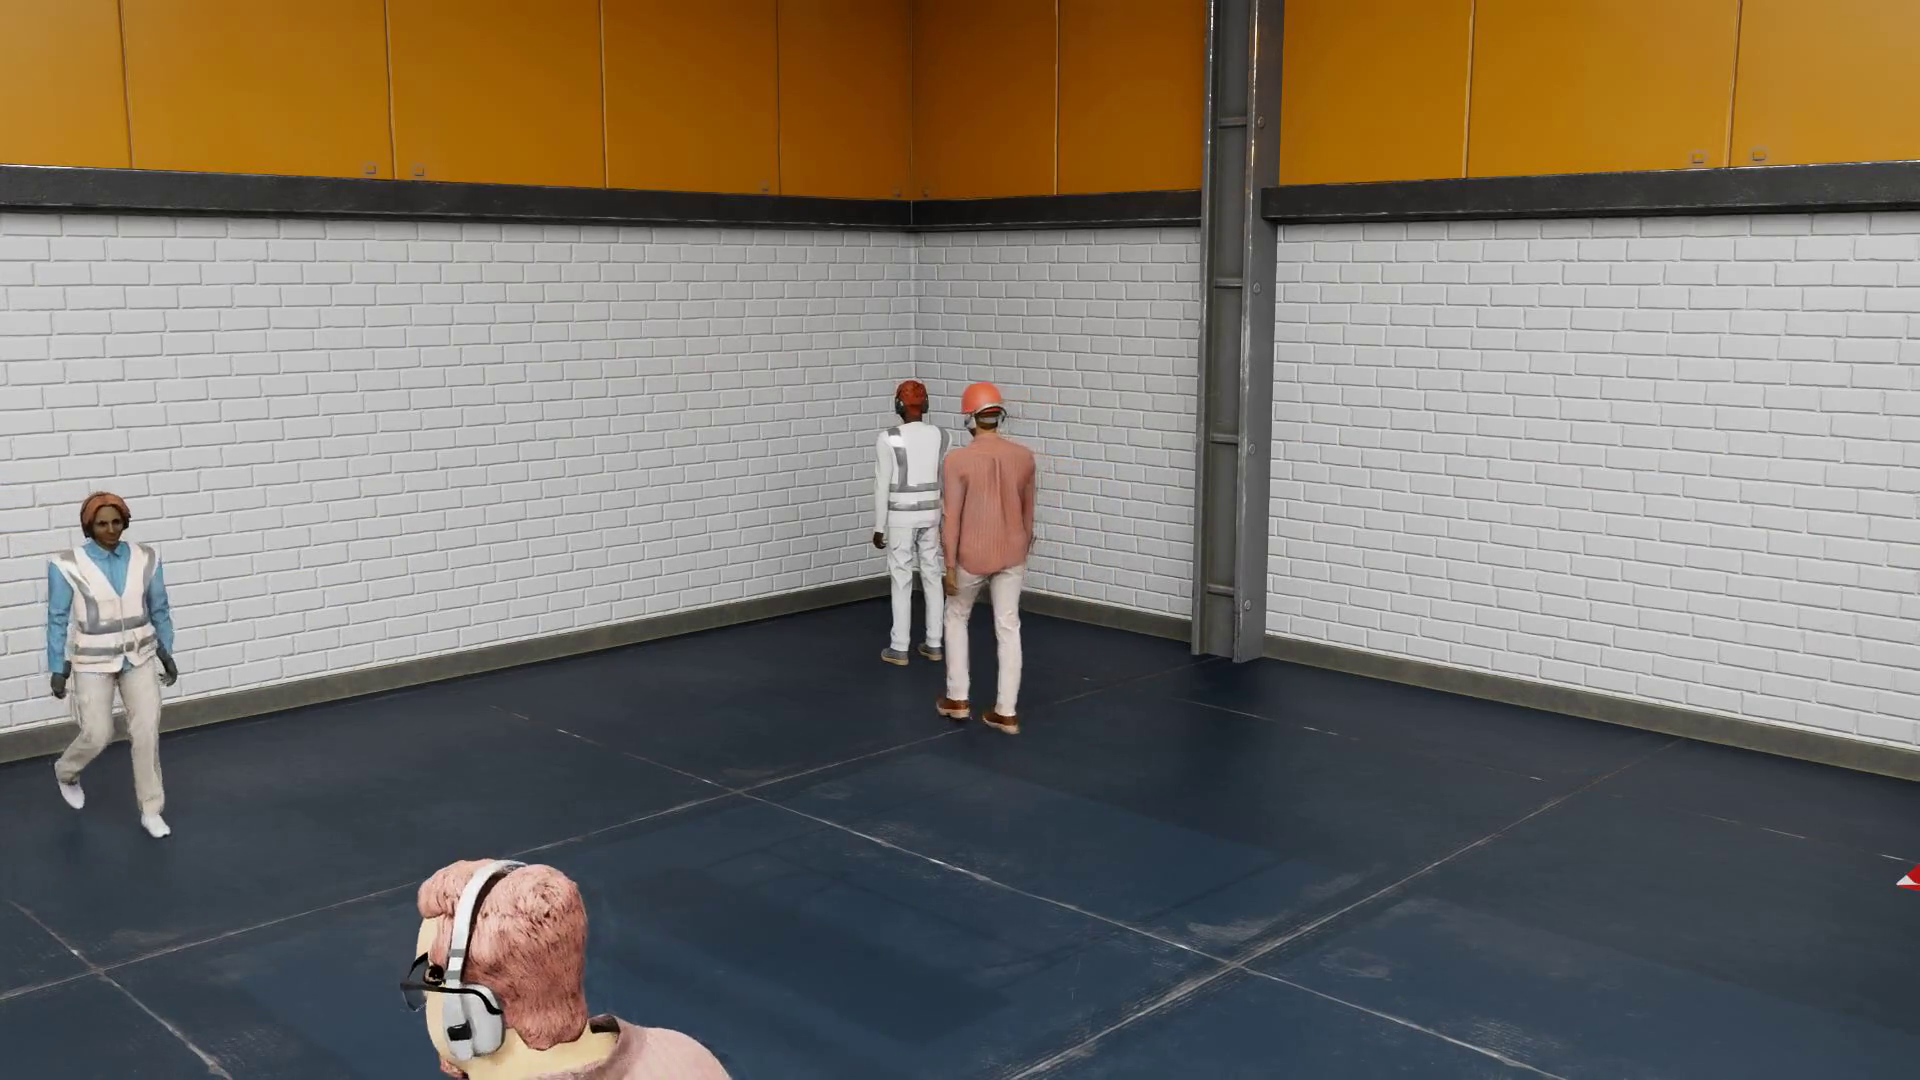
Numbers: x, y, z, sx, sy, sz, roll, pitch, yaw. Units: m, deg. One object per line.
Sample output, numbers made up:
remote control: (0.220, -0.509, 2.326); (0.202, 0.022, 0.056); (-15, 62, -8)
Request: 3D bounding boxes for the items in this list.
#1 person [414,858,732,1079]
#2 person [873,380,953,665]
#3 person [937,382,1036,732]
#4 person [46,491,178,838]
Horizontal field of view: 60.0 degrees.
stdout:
person: (-0.494, 1.333, 2.228); (0.981, 1.860, 0.647); (4, 10, 23)
person: (-0.303, -0.117, 11.020); (0.568, 1.882, 0.338); (-6, 11, -31)
person: (0.135, 0.087, 9.509); (0.632, 1.966, 0.747); (-4, 10, -22)
person: (-3.948, 0.559, 7.684); (0.609, 1.615, 0.543); (8, 12, 40)
